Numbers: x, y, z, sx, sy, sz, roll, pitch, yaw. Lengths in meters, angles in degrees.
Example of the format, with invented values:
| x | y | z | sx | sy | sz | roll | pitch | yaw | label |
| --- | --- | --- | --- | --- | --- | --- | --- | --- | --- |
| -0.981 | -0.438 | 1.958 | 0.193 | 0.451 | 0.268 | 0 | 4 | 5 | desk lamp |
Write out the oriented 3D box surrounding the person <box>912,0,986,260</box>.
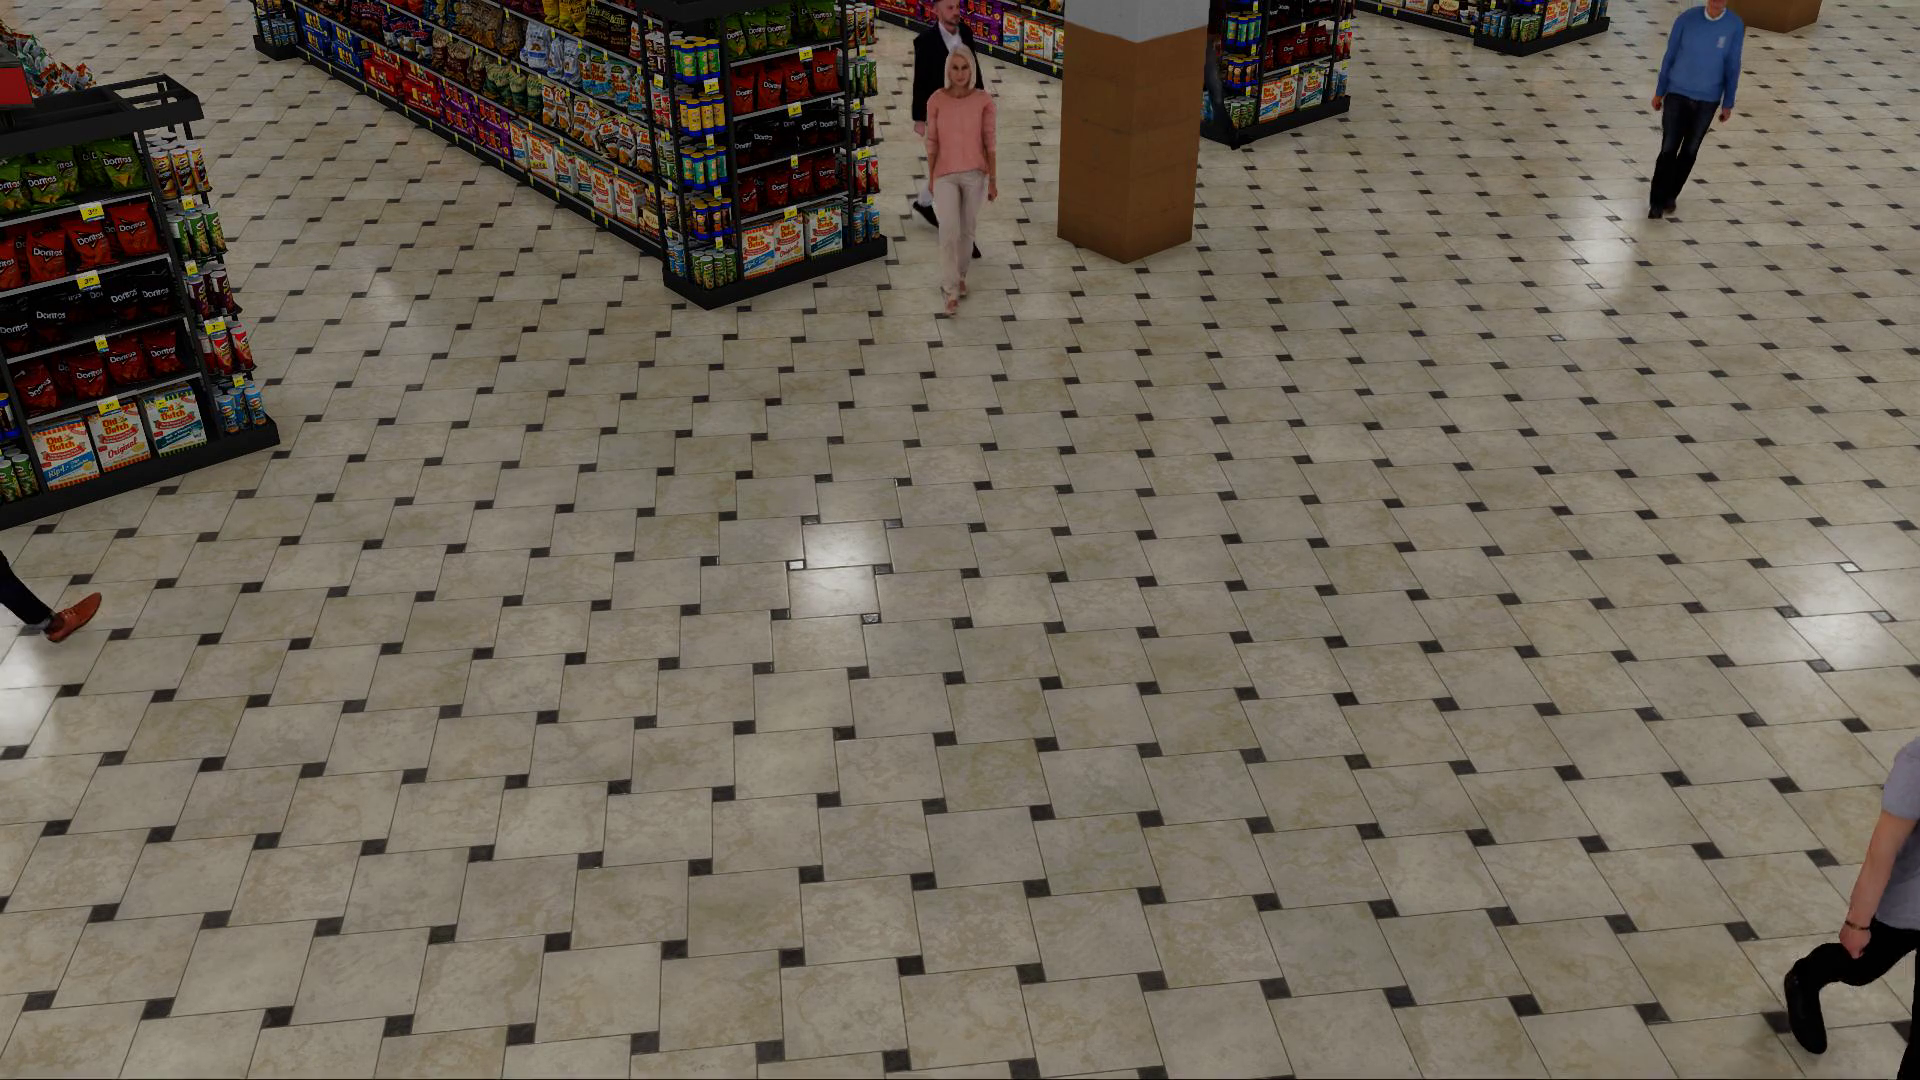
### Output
| x | y | z | sx | sy | sz | roll | pitch | yaw | label |
| --- | --- | --- | --- | --- | --- | --- | --- | --- | --- |
| -0.111 | -2.991 | 11.704 | 0.684 | 1.819 | 1.098 | -27 | 41 | -36 | person |

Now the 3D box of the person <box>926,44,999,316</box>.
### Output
| x | y | z | sx | sy | sz | roll | pitch | yaw | label |
| --- | --- | --- | --- | --- | --- | --- | --- | --- | --- |
| 0.002 | -2.397 | 10.857 | 0.895 | 1.705 | 1.002 | -3 | 32 | -5 | person |

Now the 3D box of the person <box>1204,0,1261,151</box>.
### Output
| x | y | z | sx | sy | sz | roll | pitch | yaw | label |
| --- | --- | --- | --- | --- | --- | --- | --- | --- | --- |
| 1.839 | -3.953 | 13.352 | 1.224 | 1.712 | 1.121 | 7 | 33 | 12 | person |

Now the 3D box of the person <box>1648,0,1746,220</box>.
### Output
| x | y | z | sx | sy | sz | roll | pitch | yaw | label |
| --- | --- | --- | --- | --- | --- | --- | --- | --- | --- |
| 5.390 | -3.301 | 12.221 | 0.979 | 1.798 | 1.001 | 10 | 33 | 15 | person |
